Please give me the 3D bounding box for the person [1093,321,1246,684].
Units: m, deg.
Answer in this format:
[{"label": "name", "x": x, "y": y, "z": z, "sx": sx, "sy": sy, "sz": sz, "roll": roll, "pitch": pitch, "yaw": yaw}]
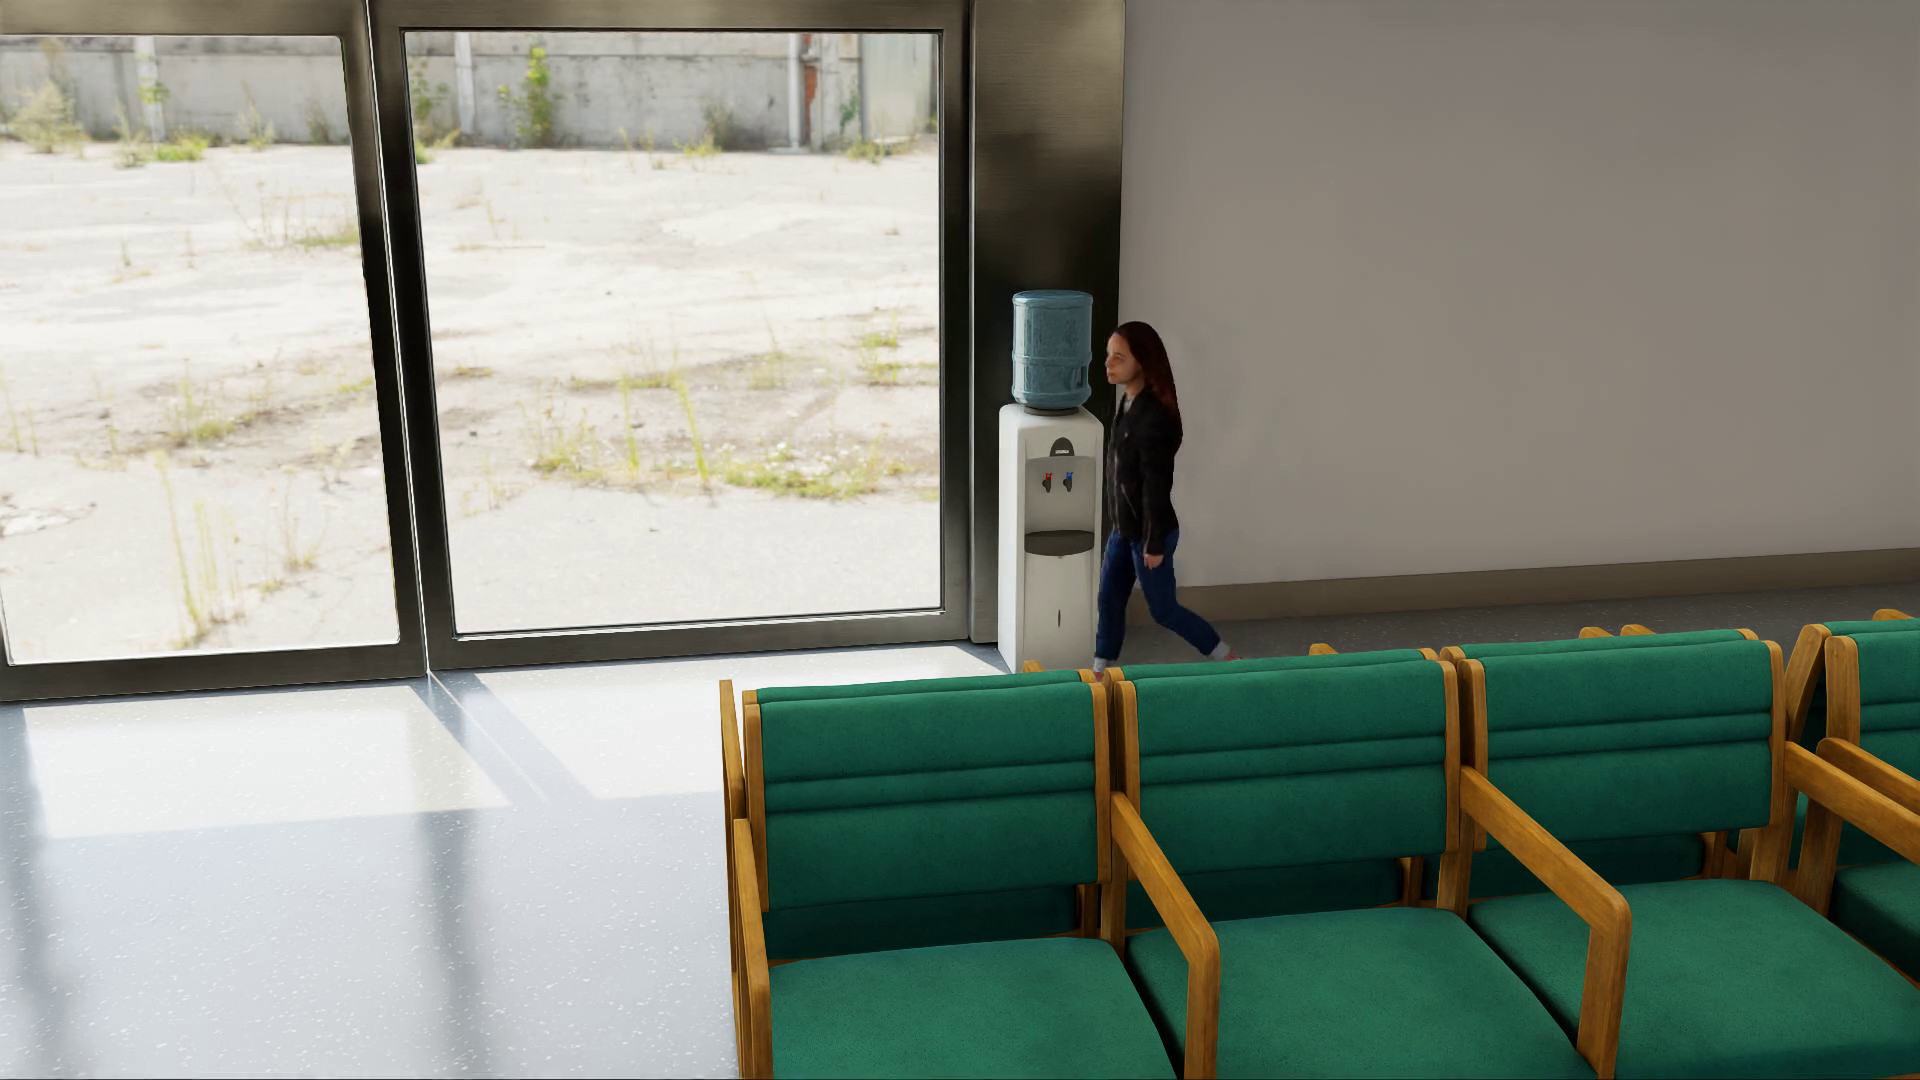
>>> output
[{"label": "person", "x": 0.748, "y": -0.050, "z": 6.007, "sx": 0.660, "sy": 1.452, "sz": 0.883, "roll": -2, "pitch": 16, "yaw": -8}]
